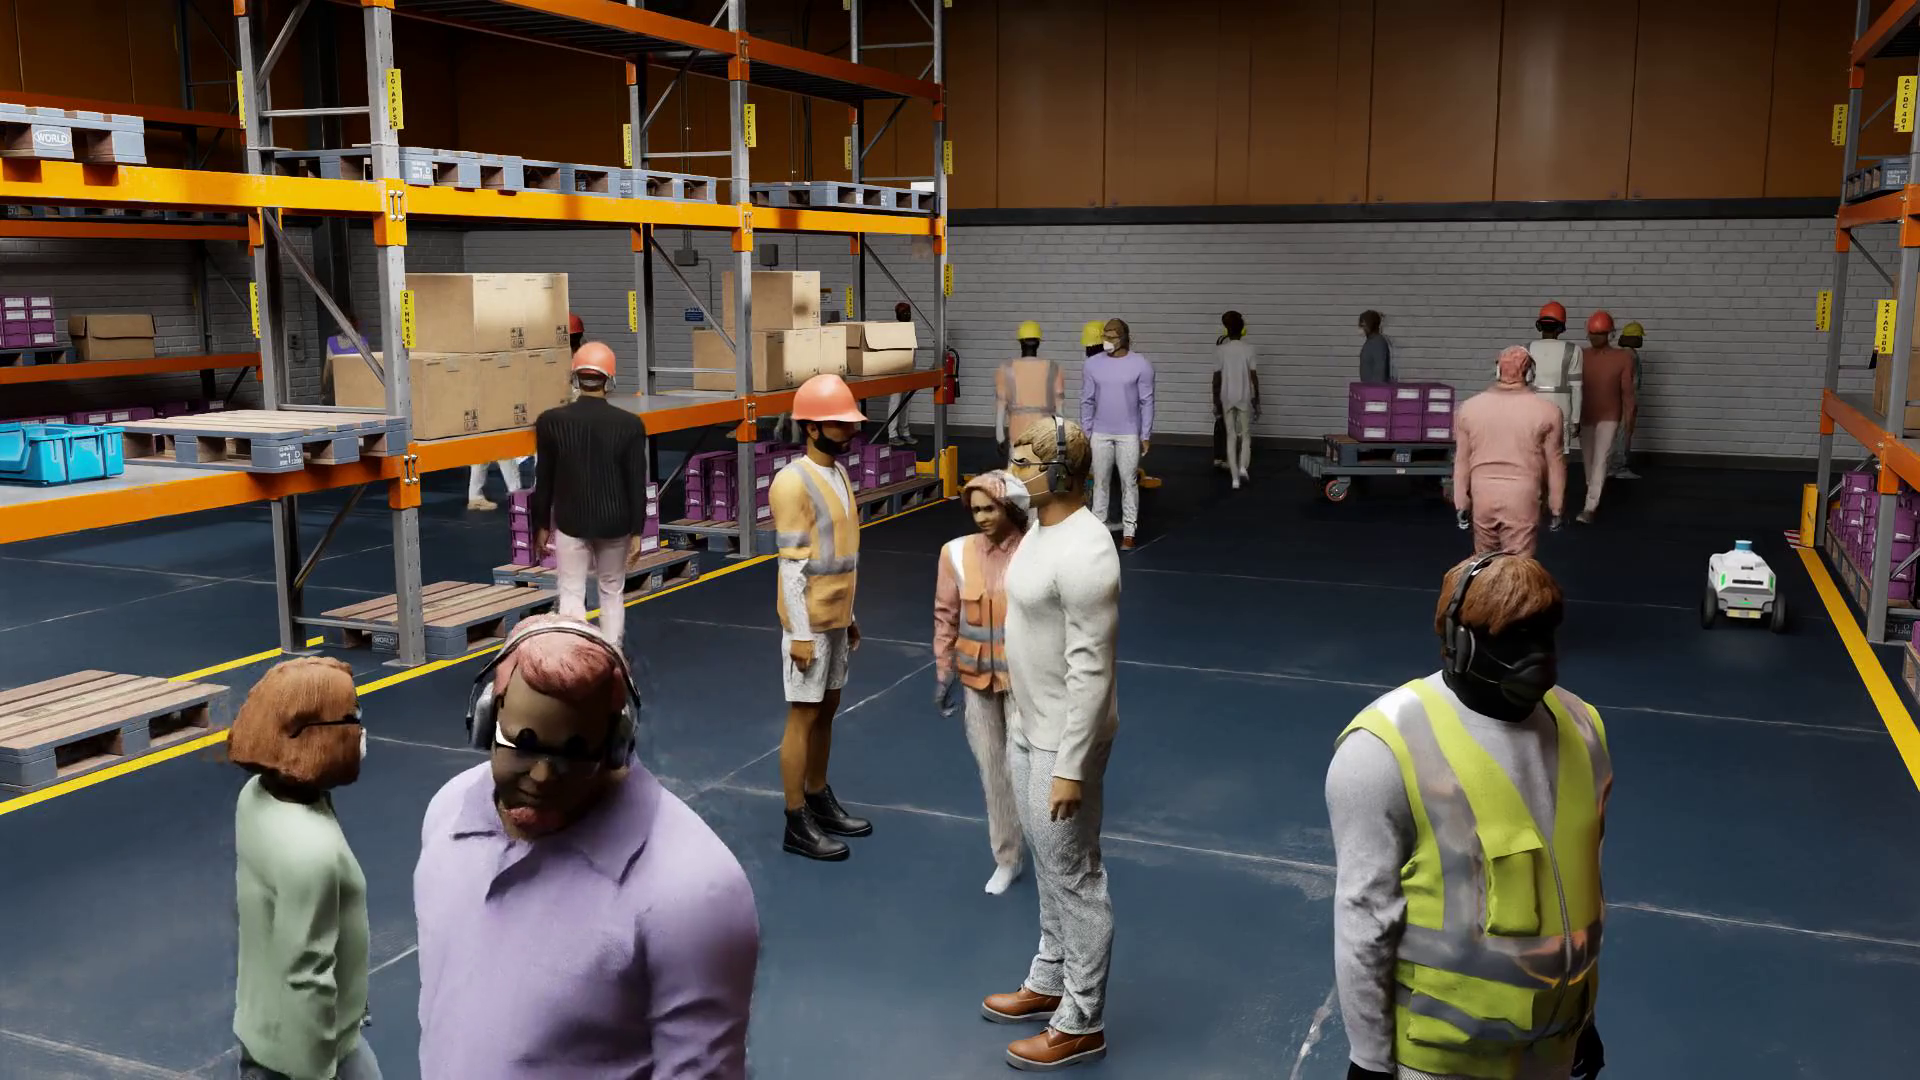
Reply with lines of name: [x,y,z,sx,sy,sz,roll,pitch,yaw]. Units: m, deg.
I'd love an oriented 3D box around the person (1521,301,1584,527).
person: [5.317,-1.128,15.068,0.605,2.045,0.379,5,10,26]

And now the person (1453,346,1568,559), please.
person: [3.335,-0.223,10.073,0.648,1.892,0.440,7,12,38]

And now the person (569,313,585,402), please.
person: [-3.536,-1.112,15.301,0.547,1.934,0.376,6,11,32]

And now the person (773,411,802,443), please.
person: [-2.152,-2.090,21.481,0.528,1.857,0.439,7,11,35]

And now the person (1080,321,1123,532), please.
person: [1.208,-0.986,14.688,0.617,1.884,0.606,-5,10,-27]

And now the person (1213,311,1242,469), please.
person: [3.156,-1.758,19.484,0.344,1.847,0.504,-2,10,-10]

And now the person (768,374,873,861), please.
person: [-0.545,0.303,6.714,0.364,1.939,0.542,3,10,18]

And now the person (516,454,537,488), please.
person: [-4.545,-1.442,17.567,0.553,1.856,0.510,-4,10,-23]

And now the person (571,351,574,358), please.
person: [-3.565,-0.977,15.372,0.514,1.642,0.310,6,11,30]

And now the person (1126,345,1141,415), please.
person: [1.686,-1.429,18.212,0.803,1.598,0.528,8,12,41]

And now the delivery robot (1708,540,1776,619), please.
delivery robot: [5.151,0.245,10.964,0.477,0.478,0.707,3,10,19]

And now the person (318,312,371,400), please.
person: [-7.426,-1.830,20.065,0.594,1.801,0.934,3,10,20]

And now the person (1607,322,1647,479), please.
person: [7.469,-1.558,18.580,0.295,1.743,0.493,0,9,1]

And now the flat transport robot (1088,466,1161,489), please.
flat transport robot: [1.355,-0.649,17.526,1.431,0.197,0.652,-6,11,-31]

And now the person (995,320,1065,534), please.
person: [0.602,-0.926,14.241,0.601,1.909,0.557,0,9,-3]

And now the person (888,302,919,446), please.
person: [-0.763,-2.195,22.014,0.338,1.882,0.583,7,12,35]

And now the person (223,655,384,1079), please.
person: [-1.284,1.015,3.427,0.639,1.612,0.517,-7,12,-37]

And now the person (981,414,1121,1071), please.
person: [0.283,0.595,4.949,0.373,1.940,0.628,-2,10,-10]

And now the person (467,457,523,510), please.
person: [-4.407,-1.180,16.058,0.842,1.816,0.663,-2,10,-11]

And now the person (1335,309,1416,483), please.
person: [4.564,-1.533,17.956,0.867,1.911,0.645,2,10,12]

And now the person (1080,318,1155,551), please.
person: [1.304,-0.873,13.851,0.629,1.935,0.371,4,10,22]

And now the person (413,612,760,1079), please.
person: [-0.659,1.032,2.494,0.685,1.870,0.696,6,11,33]

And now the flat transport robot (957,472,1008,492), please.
flat transport robot: [0.614,-0.524,16.765,0.652,0.197,1.431,-6,11,-31]

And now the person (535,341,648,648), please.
person: [-1.994,-0.089,9.015,0.608,1.965,0.782,-2,10,-12]

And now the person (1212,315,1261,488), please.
person: [2.944,-1.472,17.738,0.542,1.844,0.426,2,10,12]

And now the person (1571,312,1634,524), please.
person: [5.950,-1.156,15.567,0.648,1.944,1.039,7,12,36]

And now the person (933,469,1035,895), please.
person: [0.162,0.543,6.226,0.515,1.624,0.368,4,10,22]

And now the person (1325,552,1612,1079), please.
person: [0.996,0.933,3.192,0.622,1.845,0.429,-5,10,-26]

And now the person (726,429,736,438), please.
person: [-3.071,-2.323,22.922,0.429,1.841,0.636,0,9,2]

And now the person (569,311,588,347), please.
person: [-3.998,-1.394,16.839,0.392,1.991,0.613,6,11,33]
